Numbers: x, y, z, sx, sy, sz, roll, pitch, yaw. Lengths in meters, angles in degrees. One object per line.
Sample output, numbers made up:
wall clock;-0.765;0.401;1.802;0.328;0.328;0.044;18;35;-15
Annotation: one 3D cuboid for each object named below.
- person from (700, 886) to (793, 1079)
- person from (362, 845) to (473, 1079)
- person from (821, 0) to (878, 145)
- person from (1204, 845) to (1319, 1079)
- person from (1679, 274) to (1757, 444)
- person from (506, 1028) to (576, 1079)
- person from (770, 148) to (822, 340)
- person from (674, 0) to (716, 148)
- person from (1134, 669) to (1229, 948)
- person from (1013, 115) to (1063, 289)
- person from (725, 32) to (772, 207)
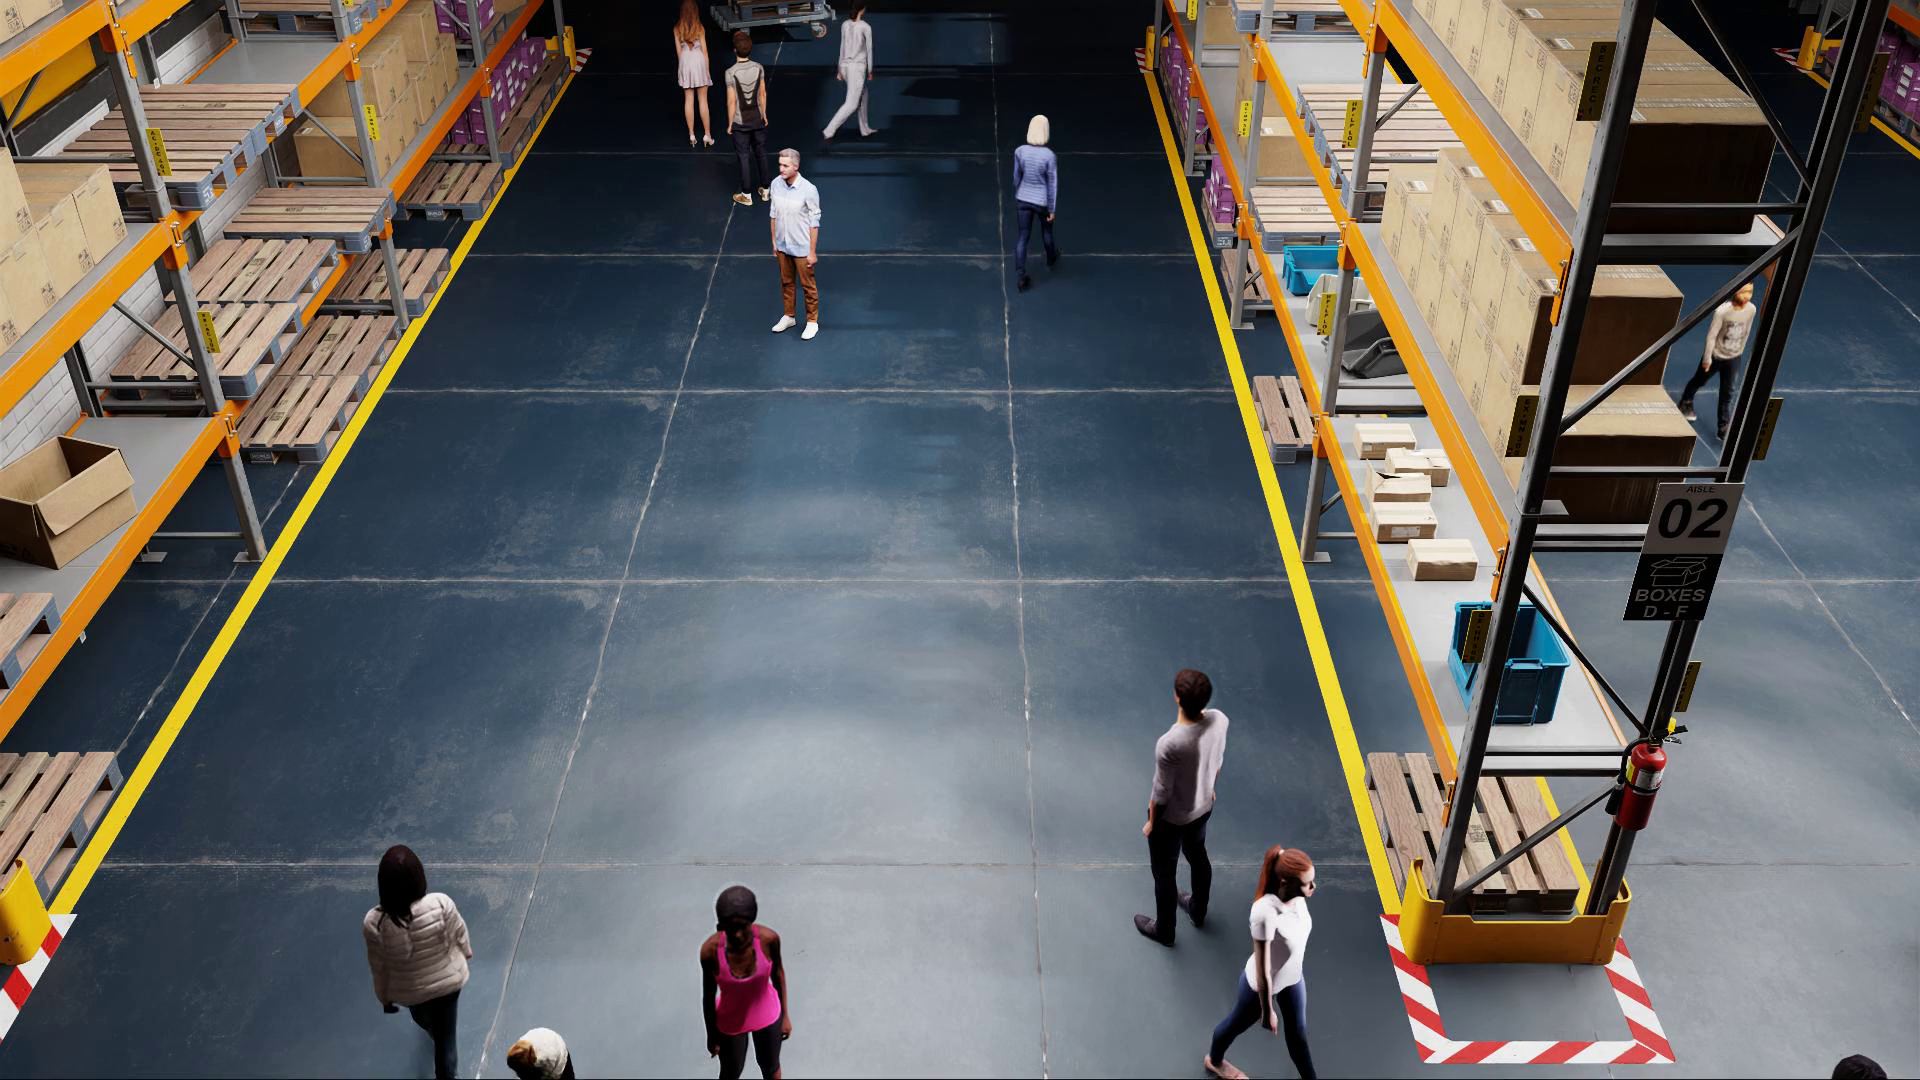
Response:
person;-1.023;2.303;8.026;0.626;1.723;0.626;-9;35;-13
person;-2.642;2.238;8.234;0.787;1.601;1.068;-8;34;-11
person;-1.336;-5.519;19.802;1.073;1.712;1.147;28;43;35
person;1.449;2.146;8.276;1.026;1.706;1.054;21;39;28
person;6.446;-1.594;14.154;0.648;1.430;1.023;-4;34;-6
person;-1.660;2.813;7.109;0.947;1.887;0.946;23;40;30
person;-1.548;-2.799;15.607;0.767;1.828;0.748;16;37;22
person;-3.172;-5.566;19.822;0.587;1.769;0.605;4;34;6
person;1.229;1.471;9.169;0.729;1.843;0.750;-23;40;-31
person;0.705;-3.312;16.497;0.961;1.697;1.182;14;36;20
person;-2.332;-4.634;18.304;0.733;1.897;0.749;-19;38;-27
